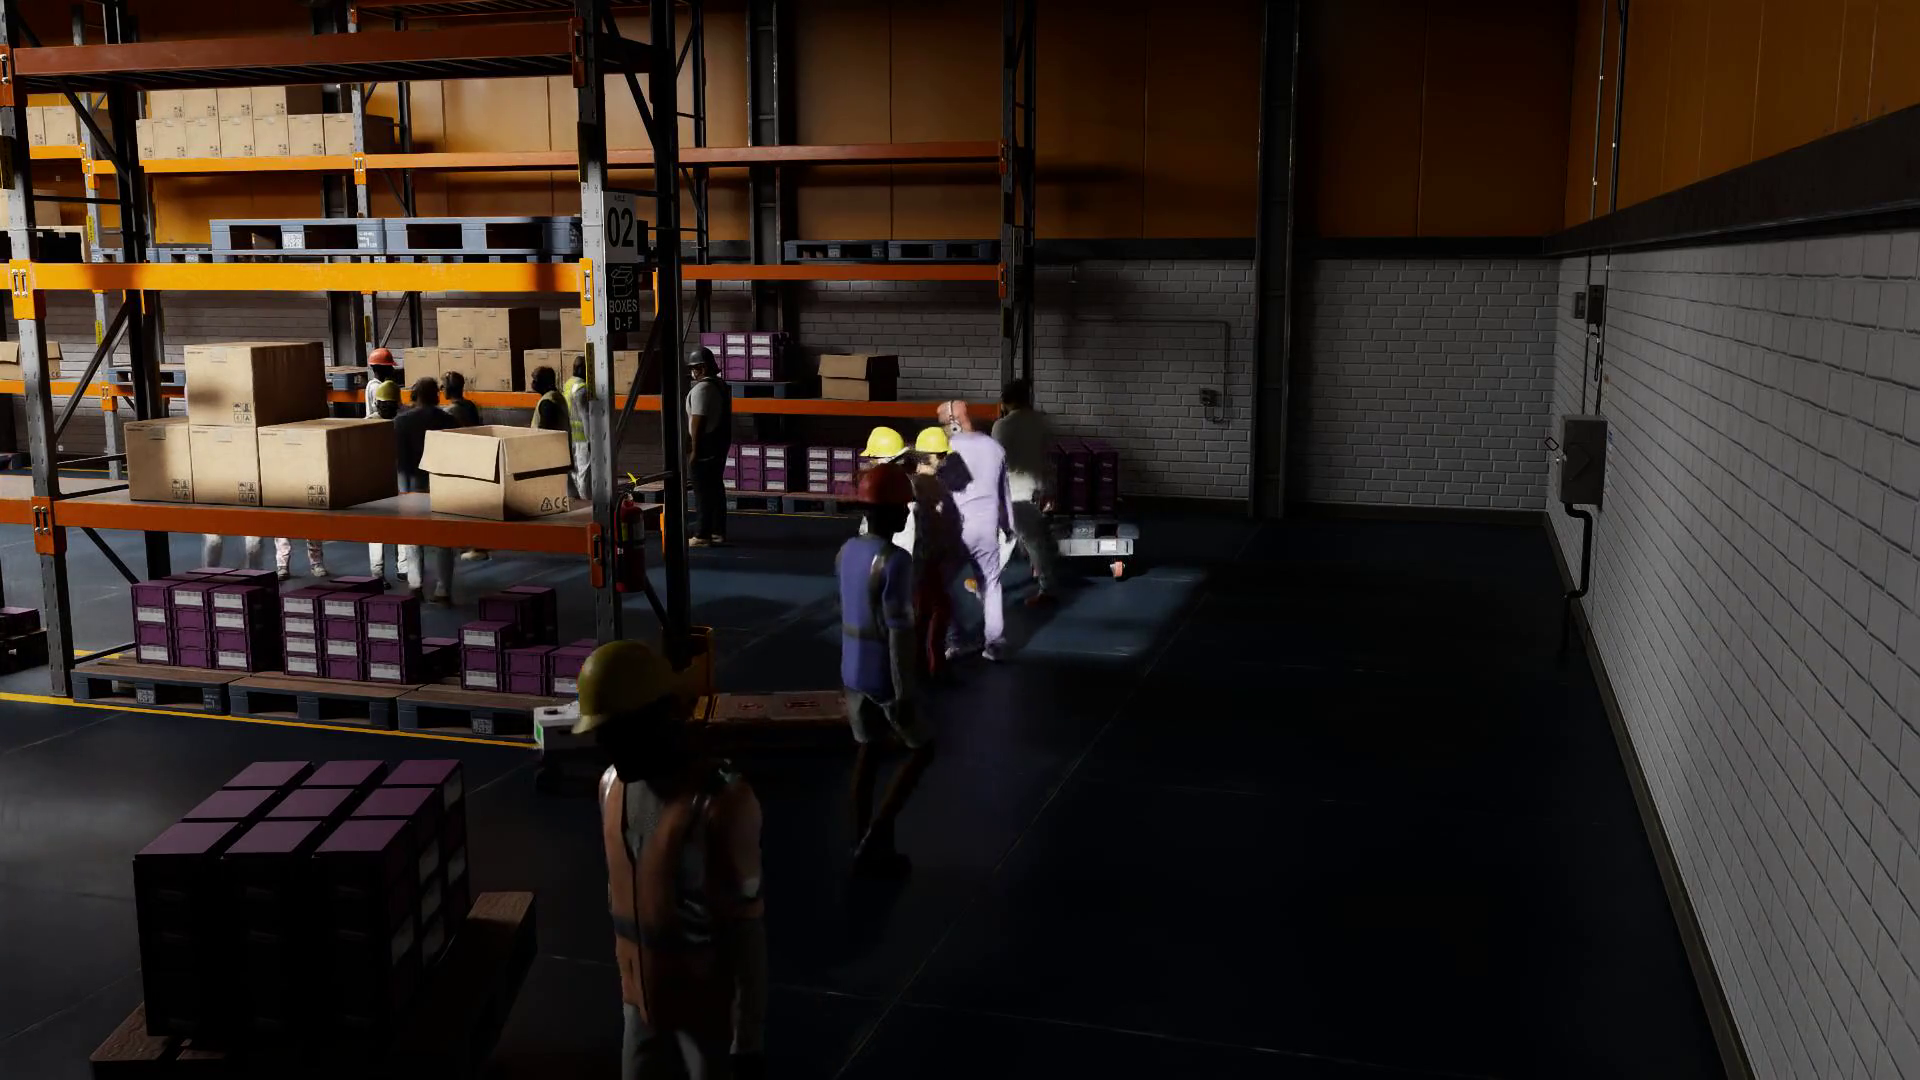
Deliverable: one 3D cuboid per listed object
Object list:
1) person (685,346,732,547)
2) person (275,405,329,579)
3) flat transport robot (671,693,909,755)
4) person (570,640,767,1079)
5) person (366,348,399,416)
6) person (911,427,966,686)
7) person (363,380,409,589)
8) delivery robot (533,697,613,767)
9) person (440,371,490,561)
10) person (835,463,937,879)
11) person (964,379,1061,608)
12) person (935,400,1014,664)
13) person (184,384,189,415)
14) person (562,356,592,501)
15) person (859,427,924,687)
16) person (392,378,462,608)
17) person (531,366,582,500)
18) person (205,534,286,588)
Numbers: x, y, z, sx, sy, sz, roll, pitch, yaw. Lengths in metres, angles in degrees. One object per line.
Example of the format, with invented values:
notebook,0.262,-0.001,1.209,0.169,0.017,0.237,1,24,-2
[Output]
person,-2.590,-0.958,16.819,0.535,2.000,0.687,2,10,14
person,-5.981,-0.642,15.025,0.612,1.996,0.389,-5,10,-26
flat transport robot,-1.016,1.069,9.840,1.431,0.197,0.652,-1,9,-5
person,-0.668,1.168,4.353,0.639,1.876,0.764,7,12,37
person,-6.239,-1.109,18.052,0.359,1.936,0.552,-4,10,-22
person,-0.134,0.118,11.152,0.509,1.756,0.549,2,9,10
person,-4.984,-0.488,14.600,0.403,1.826,0.594,8,12,39
delivery robot,-1.952,1.017,9.013,0.707,0.478,0.477,-2,10,-14
person,-4.848,-0.701,15.958,0.757,1.815,0.513,2,9,11
person,-0.351,0.610,7.602,0.428,1.924,0.562,-6,11,-34
person,0.448,-0.383,13.841,0.983,1.876,0.718,6,11,31
person,0.115,-0.050,11.769,0.822,1.887,0.443,-7,12,-37
person,-8.066,-1.065,17.778,0.371,1.941,0.627,-6,11,-31
person,-4.154,-1.120,18.432,0.430,1.838,0.619,-5,11,-30
person,-0.431,0.206,10.363,0.404,1.829,0.591,-1,9,-9
person,-4.454,-0.405,13.933,0.629,1.879,0.940,-6,11,-32
person,-4.281,-0.883,17.092,0.961,1.788,0.643,-2,9,-11
person,-6.236,-0.468,14.383,0.652,1.856,0.628,9,13,44
